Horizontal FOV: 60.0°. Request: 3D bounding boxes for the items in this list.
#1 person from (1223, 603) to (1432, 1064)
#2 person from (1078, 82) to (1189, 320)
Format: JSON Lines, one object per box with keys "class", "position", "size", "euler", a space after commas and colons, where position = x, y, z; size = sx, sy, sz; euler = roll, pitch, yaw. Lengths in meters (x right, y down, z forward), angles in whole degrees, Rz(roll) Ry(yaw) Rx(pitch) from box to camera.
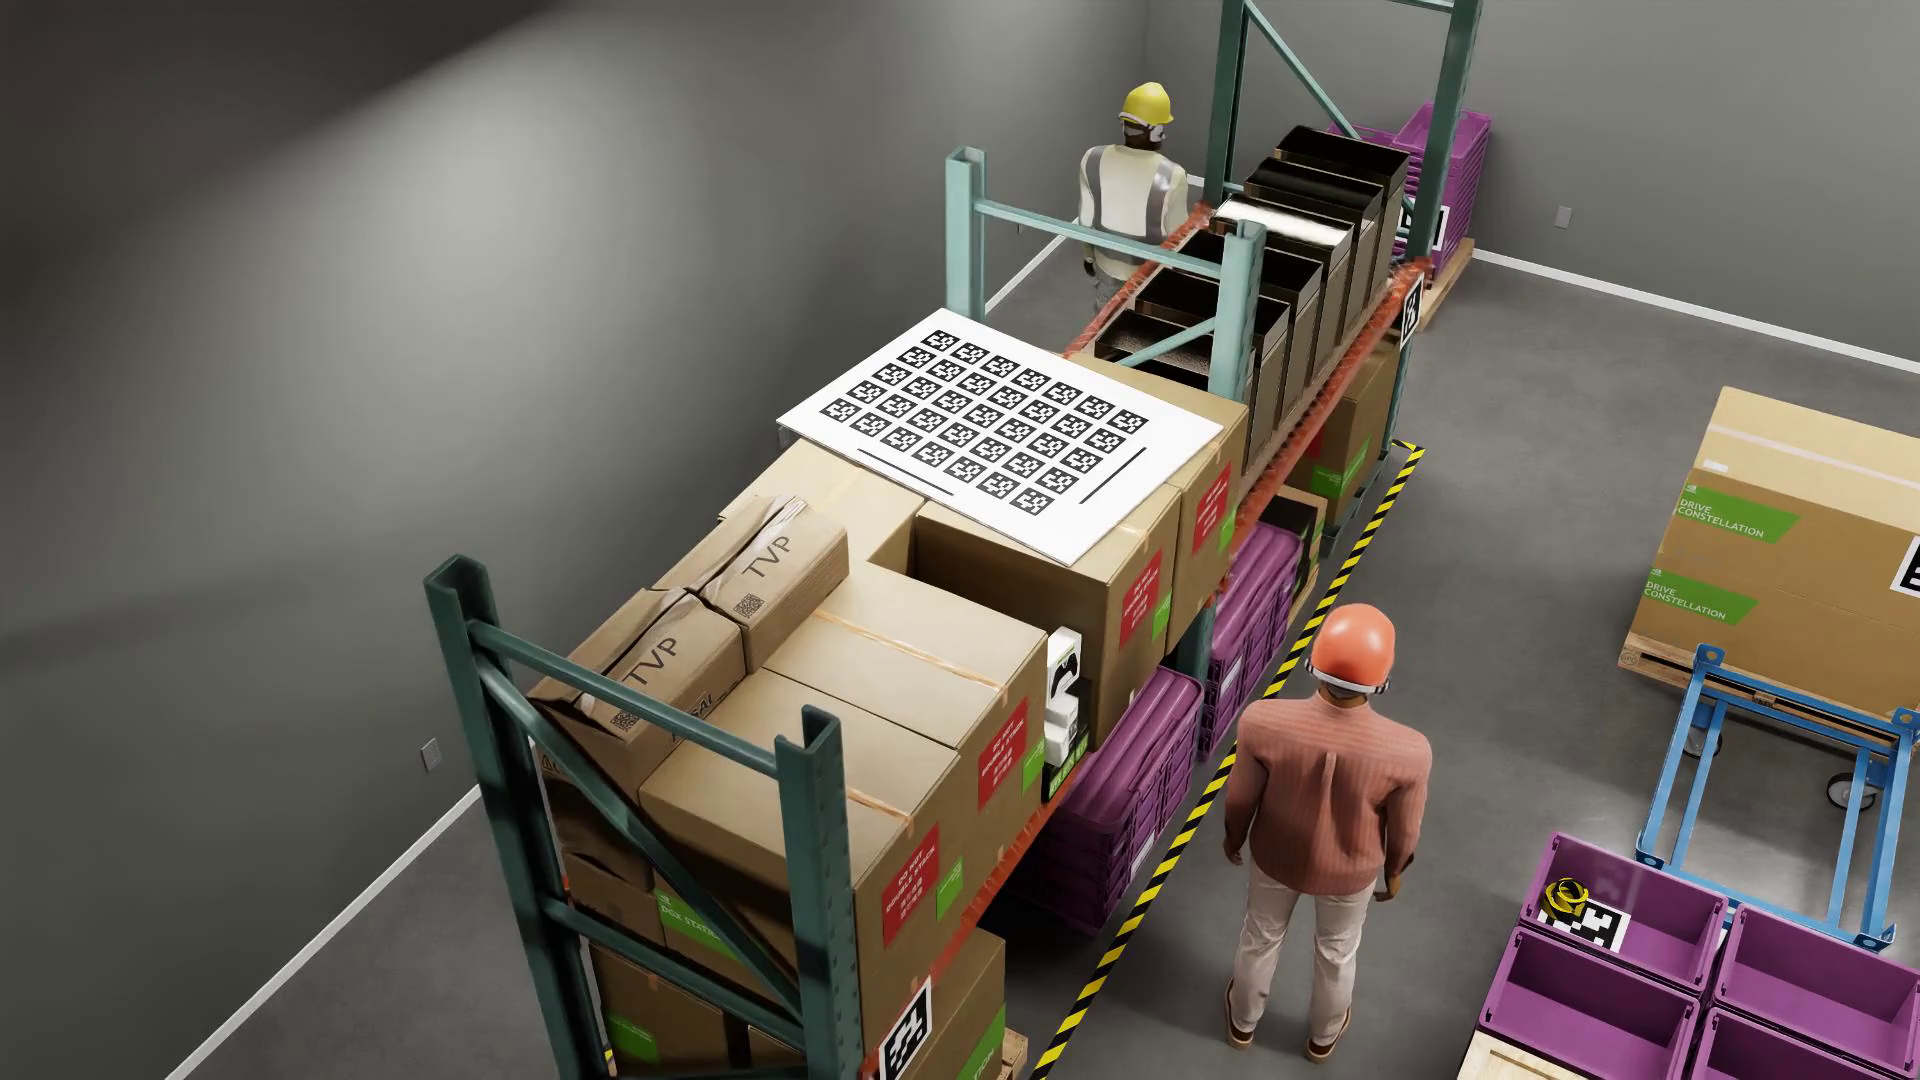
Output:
{"class": "person", "position": [1.149, 0.987, 5.376], "size": [0.609, 1.996, 0.379], "euler": [11, 41, 12]}
{"class": "person", "position": [0.880, -1.417, 8.375], "size": [0.588, 1.822, 0.403], "euler": [20, 44, 22]}
